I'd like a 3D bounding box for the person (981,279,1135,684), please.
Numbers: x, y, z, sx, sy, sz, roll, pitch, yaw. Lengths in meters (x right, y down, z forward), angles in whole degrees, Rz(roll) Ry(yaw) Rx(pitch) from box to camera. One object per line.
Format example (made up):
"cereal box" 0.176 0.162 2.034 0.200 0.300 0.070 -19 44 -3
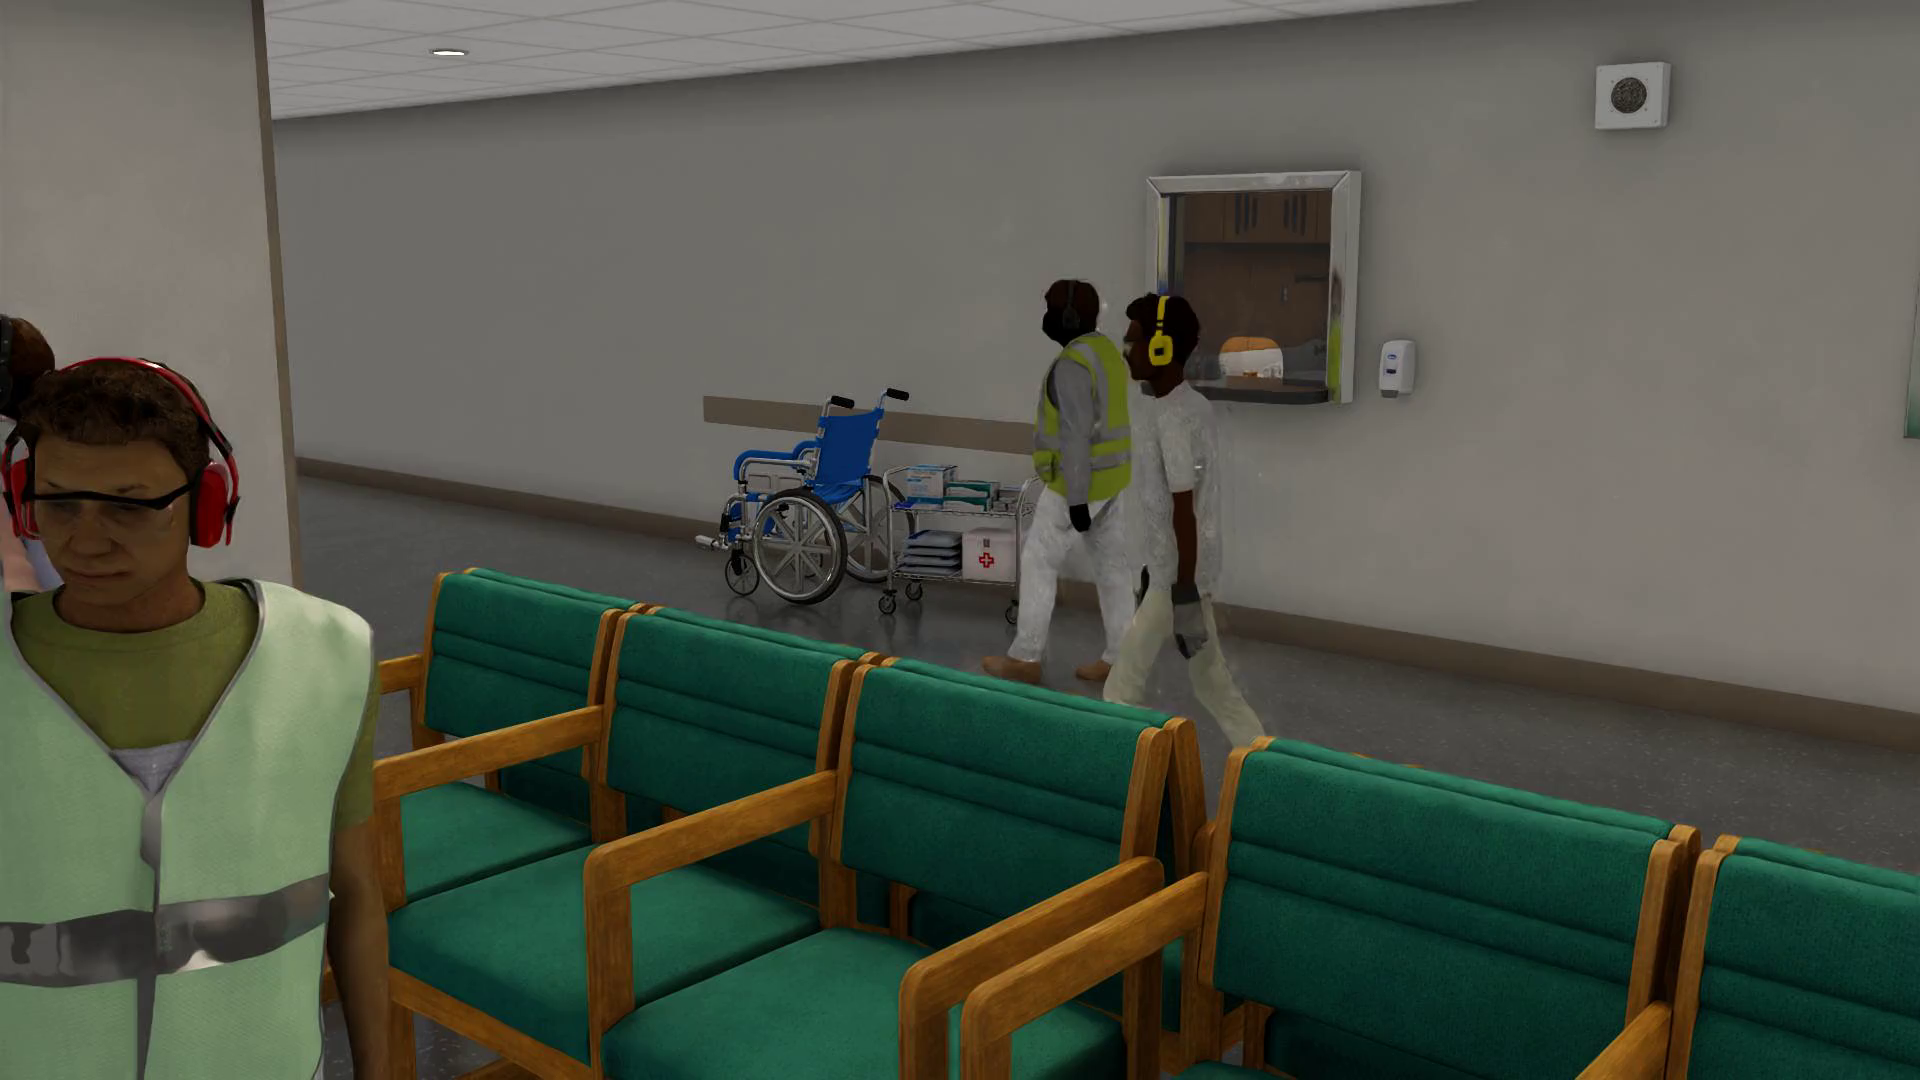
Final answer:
"person" 0.444 -0.246 7.462 0.823 1.816 0.633 5 11 25

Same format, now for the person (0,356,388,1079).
"person" -0.967 0.696 2.029 0.563 1.839 0.392 -6 12 -33
